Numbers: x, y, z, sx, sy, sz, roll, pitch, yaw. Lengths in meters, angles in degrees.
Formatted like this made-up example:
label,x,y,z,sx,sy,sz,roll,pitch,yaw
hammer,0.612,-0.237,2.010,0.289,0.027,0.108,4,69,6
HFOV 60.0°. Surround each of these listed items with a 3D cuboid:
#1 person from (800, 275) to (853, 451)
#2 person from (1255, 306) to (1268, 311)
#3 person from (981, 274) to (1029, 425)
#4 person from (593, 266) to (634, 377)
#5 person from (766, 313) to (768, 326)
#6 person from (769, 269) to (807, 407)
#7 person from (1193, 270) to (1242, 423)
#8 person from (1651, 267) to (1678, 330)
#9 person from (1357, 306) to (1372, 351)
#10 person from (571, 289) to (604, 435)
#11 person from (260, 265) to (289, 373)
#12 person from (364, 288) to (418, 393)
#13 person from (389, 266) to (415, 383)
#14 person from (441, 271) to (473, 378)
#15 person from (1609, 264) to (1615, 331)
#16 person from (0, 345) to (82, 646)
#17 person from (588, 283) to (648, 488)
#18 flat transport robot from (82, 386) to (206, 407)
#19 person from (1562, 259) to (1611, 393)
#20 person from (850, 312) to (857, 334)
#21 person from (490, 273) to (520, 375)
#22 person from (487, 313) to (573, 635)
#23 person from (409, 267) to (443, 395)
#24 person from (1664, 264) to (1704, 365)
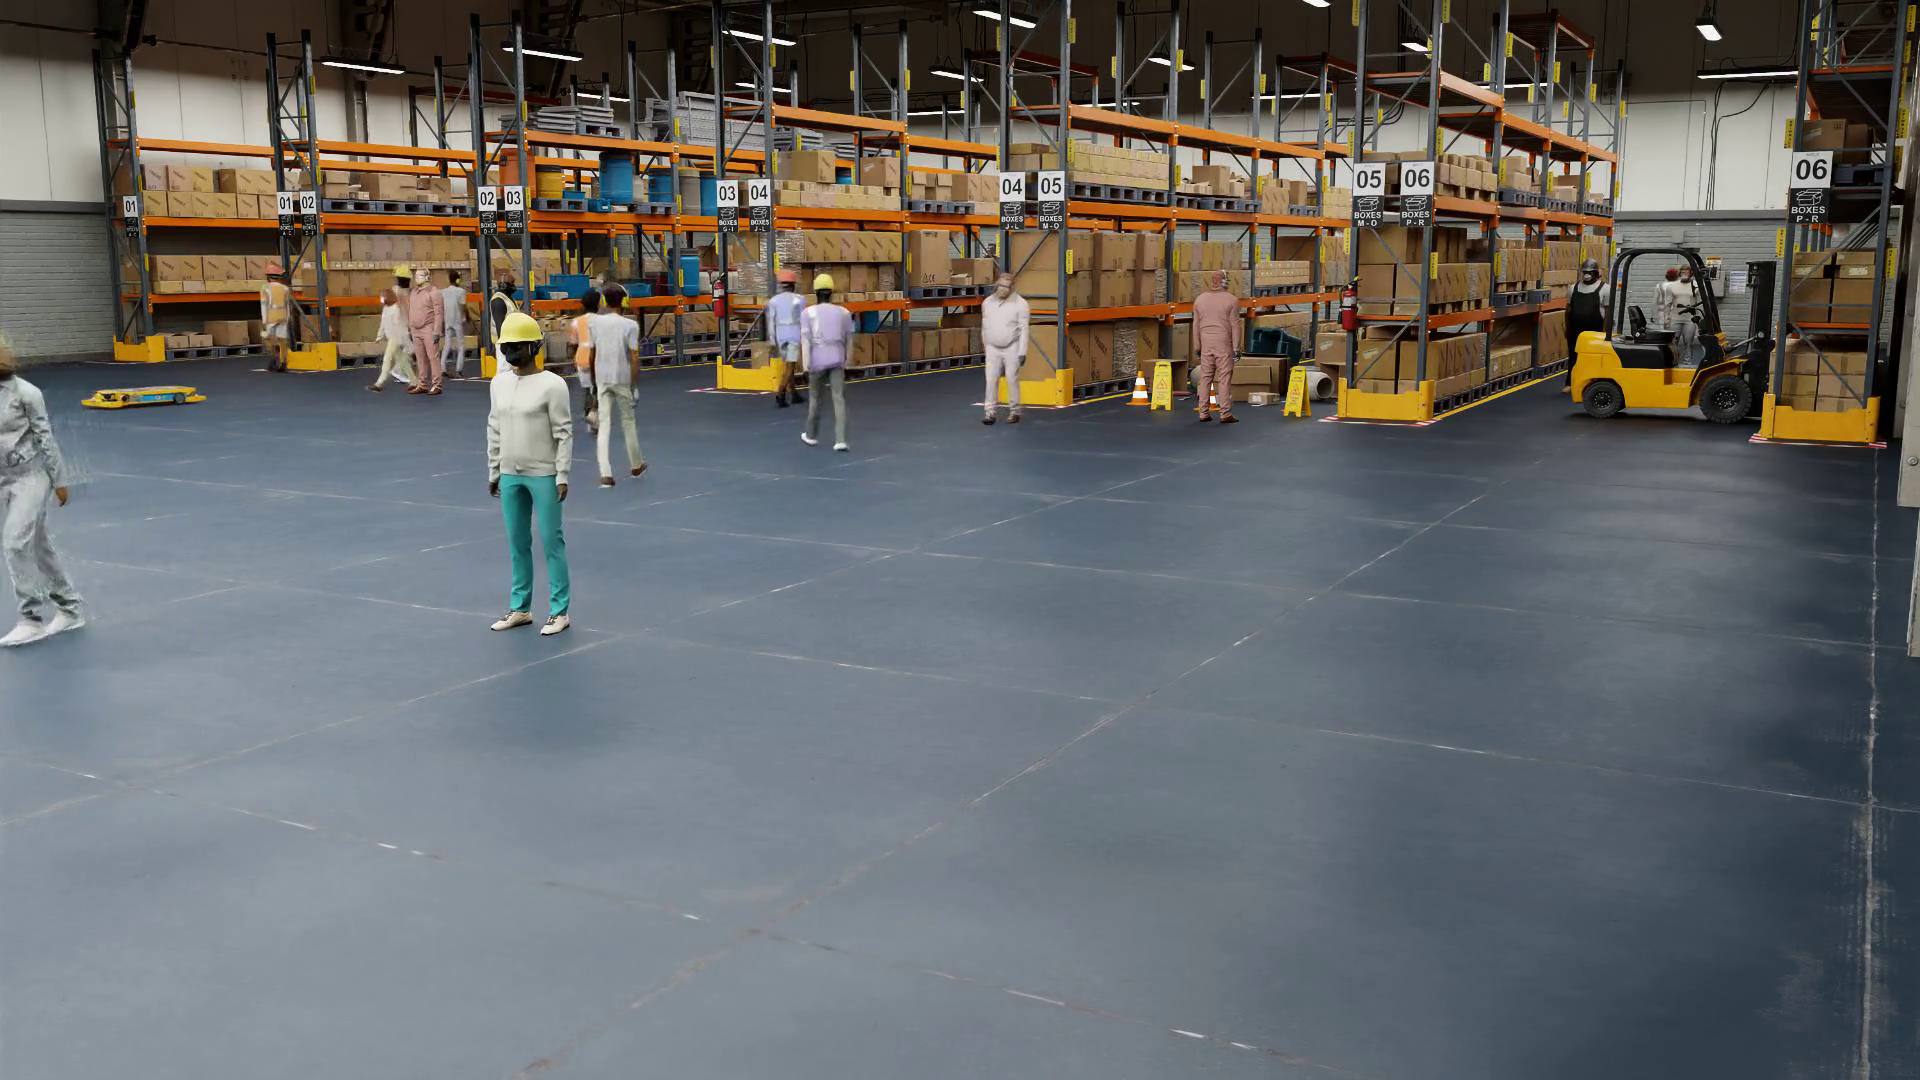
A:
label,x,y,z,sx,sy,sz,roll,pitch,yaw
person,-1.443,-1.910,17.909,0.621,1.870,0.988,-5,11,-25
person,6.454,-5.171,36.767,0.644,1.937,0.984,6,12,33
person,0.529,-2.324,20.392,0.668,1.859,0.936,4,10,21
person,-5.639,-3.465,26.910,0.633,1.917,0.754,6,11,30
person,-3.141,-3.972,29.489,0.615,2.041,0.385,2,10,13
person,-2.394,-2.797,23.056,0.562,1.907,0.949,4,10,22
person,3.231,-2.412,20.764,0.652,1.904,0.402,7,12,37
person,13.882,-4.407,32.582,0.585,1.860,0.785,1,10,8
person,8.886,-5.060,36.405,0.510,1.860,0.333,2,10,12
person,-4.248,-2.050,19.241,0.543,1.682,0.390,4,10,20
person,-12.168,-3.914,29.521,0.581,1.913,0.567,7,12,37
person,-8.680,-3.038,25.365,0.872,1.586,0.513,-6,12,-33
person,-9.067,-3.500,27.114,0.427,1.910,0.592,-2,10,-12
person,-8.662,-3.683,28.461,0.529,1.818,0.585,3,10,16
person,13.875,-4.998,35.767,0.640,1.944,0.607,-6,11,-31
person,-5.089,-0.292,8.942,0.486,1.692,0.686,4,11,23
person,-3.137,-1.412,15.144,0.543,1.818,0.971,1,10,5
flat transport robot,-11.353,-2.005,23.154,0.652,0.197,1.431,7,12,35
person,9.419,-3.210,25.030,0.691,2.000,0.547,7,12,37
person,-2.443,-4.760,34.735,0.651,1.823,0.455,6,11,30
person,-6.068,-2.651,22.341,0.430,1.845,0.619,0,10,-2
person,-2.374,-0.358,9.137,0.533,1.768,0.310,4,10,22
person,-8.036,-3.130,24.945,0.641,1.913,0.407,6,11,30
person,12.384,-3.748,28.486,0.635,1.936,0.352,5,11,28
